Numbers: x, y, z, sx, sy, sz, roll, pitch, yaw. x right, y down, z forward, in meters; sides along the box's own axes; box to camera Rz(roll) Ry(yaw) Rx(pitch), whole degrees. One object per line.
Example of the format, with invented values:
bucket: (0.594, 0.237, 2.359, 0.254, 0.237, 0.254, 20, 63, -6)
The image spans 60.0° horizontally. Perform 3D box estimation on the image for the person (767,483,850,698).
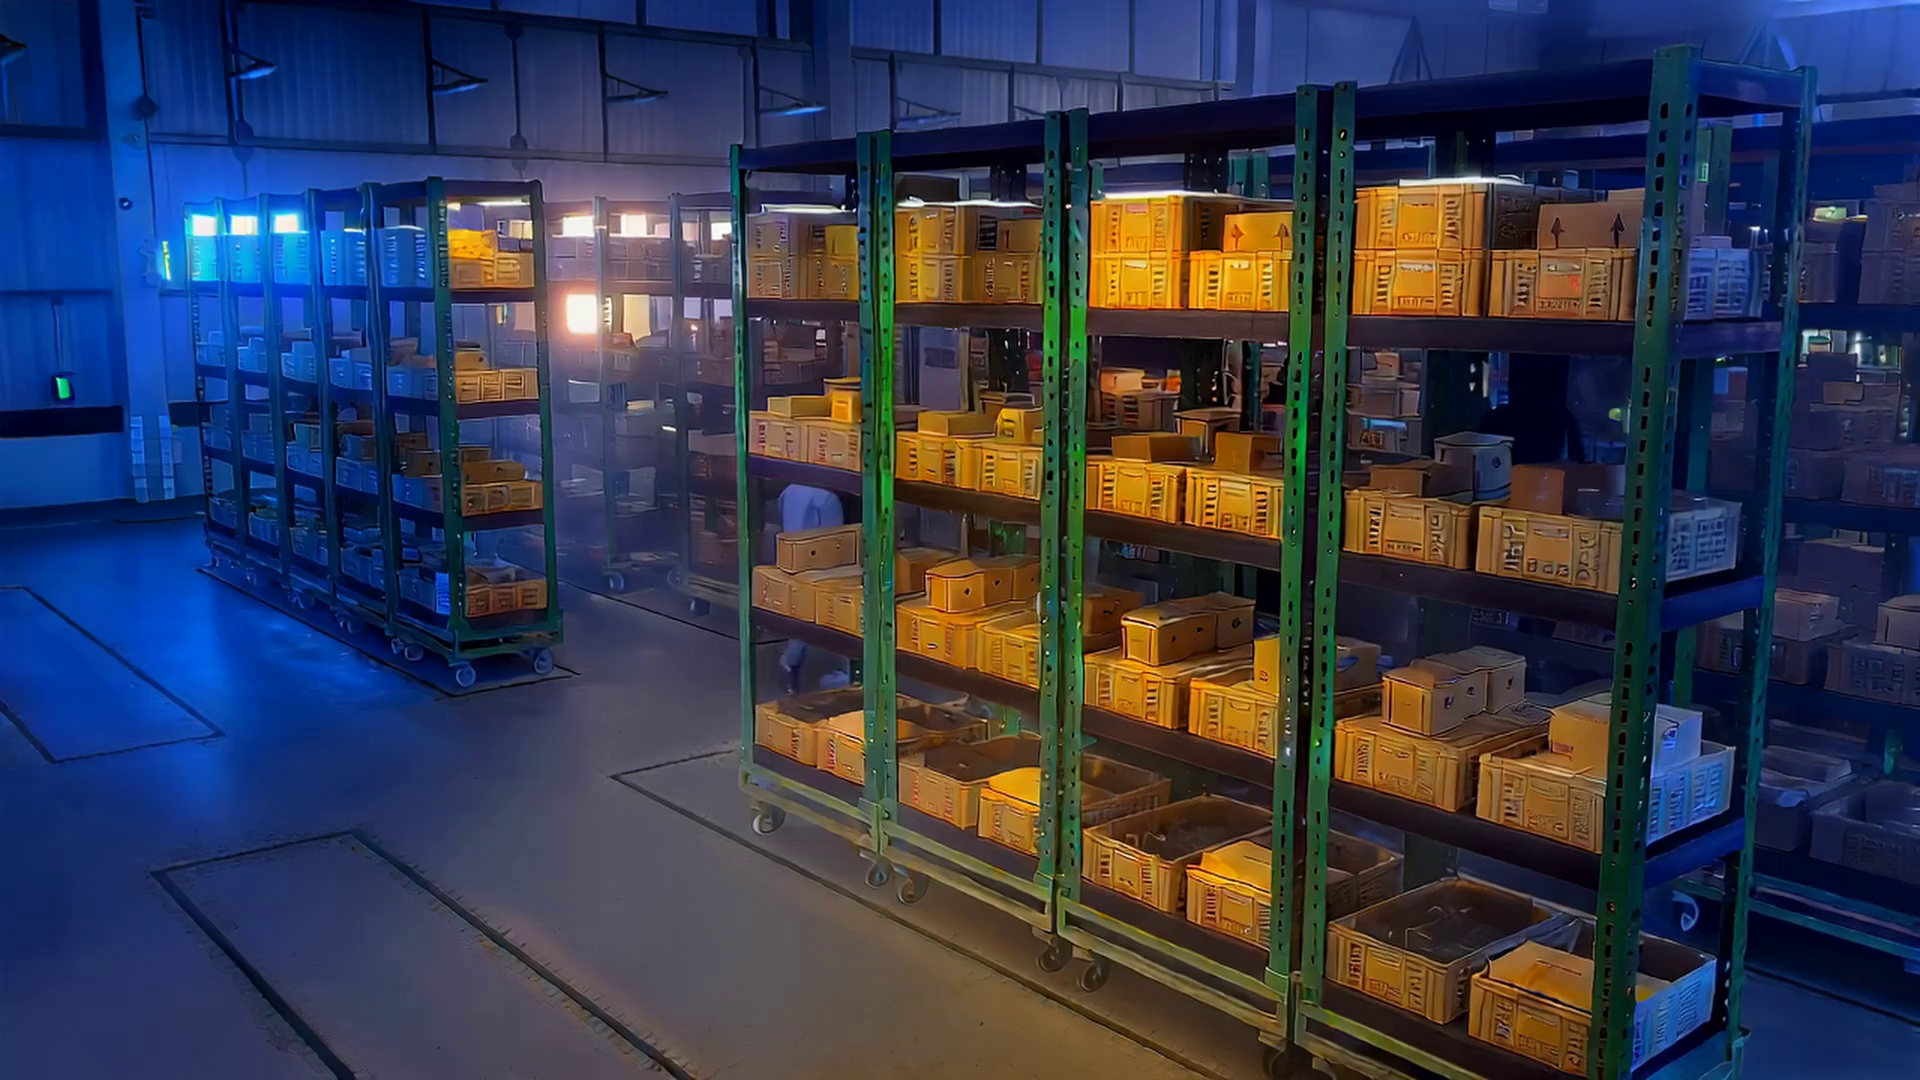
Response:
person: (-1.058, 0.198, 11.594, 0.755, 1.811, 0.594, -8, 12, -39)

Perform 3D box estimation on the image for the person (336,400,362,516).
person: (-6.169, -0.673, 16.886, 0.432, 1.814, 0.647, 3, 10, 17)
